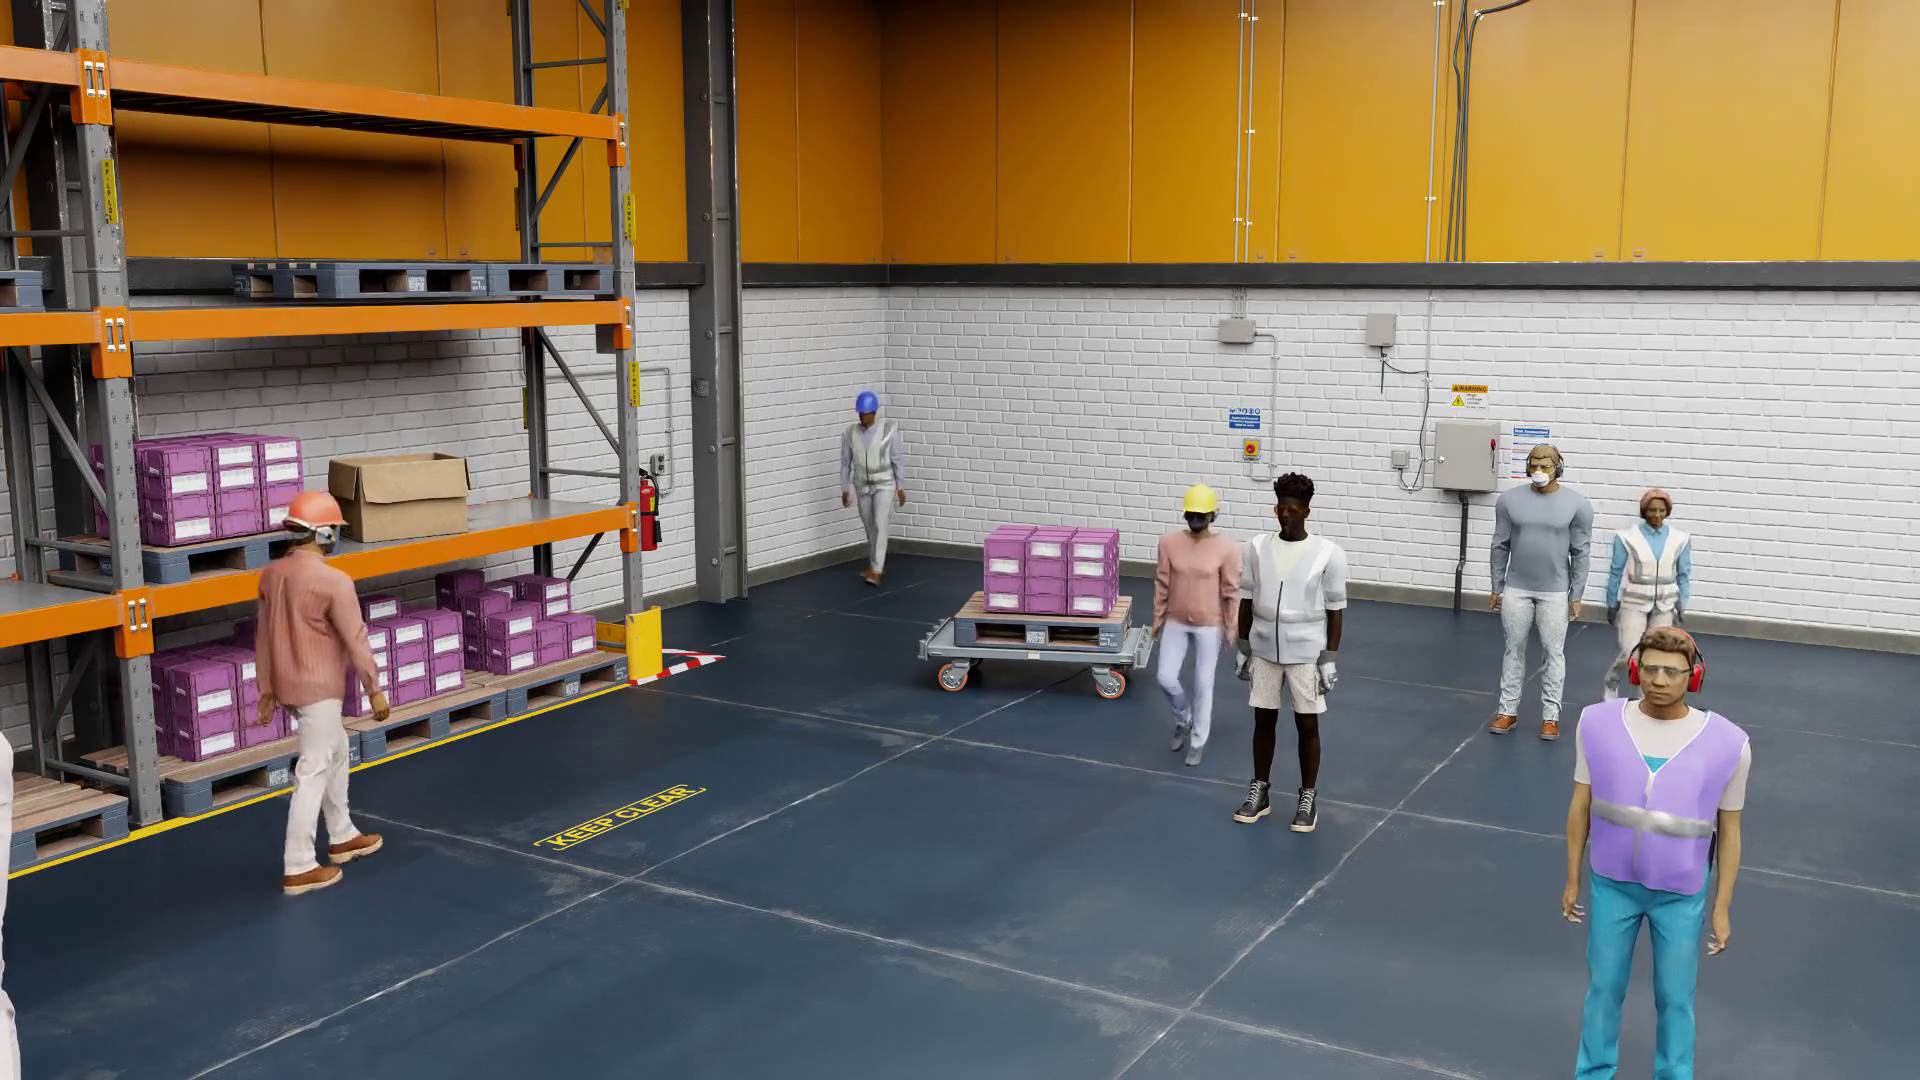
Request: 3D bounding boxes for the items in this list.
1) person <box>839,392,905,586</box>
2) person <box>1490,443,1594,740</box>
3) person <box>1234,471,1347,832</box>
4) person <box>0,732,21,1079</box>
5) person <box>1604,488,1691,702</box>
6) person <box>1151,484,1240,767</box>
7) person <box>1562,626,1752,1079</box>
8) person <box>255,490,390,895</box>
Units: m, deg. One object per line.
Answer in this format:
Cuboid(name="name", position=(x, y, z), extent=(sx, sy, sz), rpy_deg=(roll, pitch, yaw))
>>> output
Cuboid(name="person", position=(-0.885, -0.504, 16.305), extent=(0.643, 1.893, 0.831), rpy_deg=(3, 10, 18))
Cuboid(name="person", position=(3.773, 0.333, 10.866), extent=(0.631, 1.940, 0.372), rpy_deg=(5, 10, 30))
Cuboid(name="person", position=(1.789, 0.603, 9.088), extent=(0.607, 1.967, 0.367), rpy_deg=(5, 10, 30))
Cuboid(name="person", position=(-3.411, 1.204, 5.525), extent=(0.643, 1.909, 0.410), rpy_deg=(5, 10, 30))
Cuboid(name="person", position=(4.589, 0.447, 11.146), extent=(0.512, 1.623, 0.437), rpy_deg=(1, 9, 3))
Cuboid(name="person", position=(1.442, 0.521, 10.242), extent=(0.556, 1.751, 0.366), rpy_deg=(4, 10, 21))
Cuboid(name="person", position=(2.385, 1.196, 5.749), extent=(0.566, 1.849, 0.389), rpy_deg=(5, 10, 30))
Cuboid(name="person", position=(-3.125, 0.730, 8.303), extent=(0.623, 1.961, 0.818), rpy_deg=(7, 11, 35))
